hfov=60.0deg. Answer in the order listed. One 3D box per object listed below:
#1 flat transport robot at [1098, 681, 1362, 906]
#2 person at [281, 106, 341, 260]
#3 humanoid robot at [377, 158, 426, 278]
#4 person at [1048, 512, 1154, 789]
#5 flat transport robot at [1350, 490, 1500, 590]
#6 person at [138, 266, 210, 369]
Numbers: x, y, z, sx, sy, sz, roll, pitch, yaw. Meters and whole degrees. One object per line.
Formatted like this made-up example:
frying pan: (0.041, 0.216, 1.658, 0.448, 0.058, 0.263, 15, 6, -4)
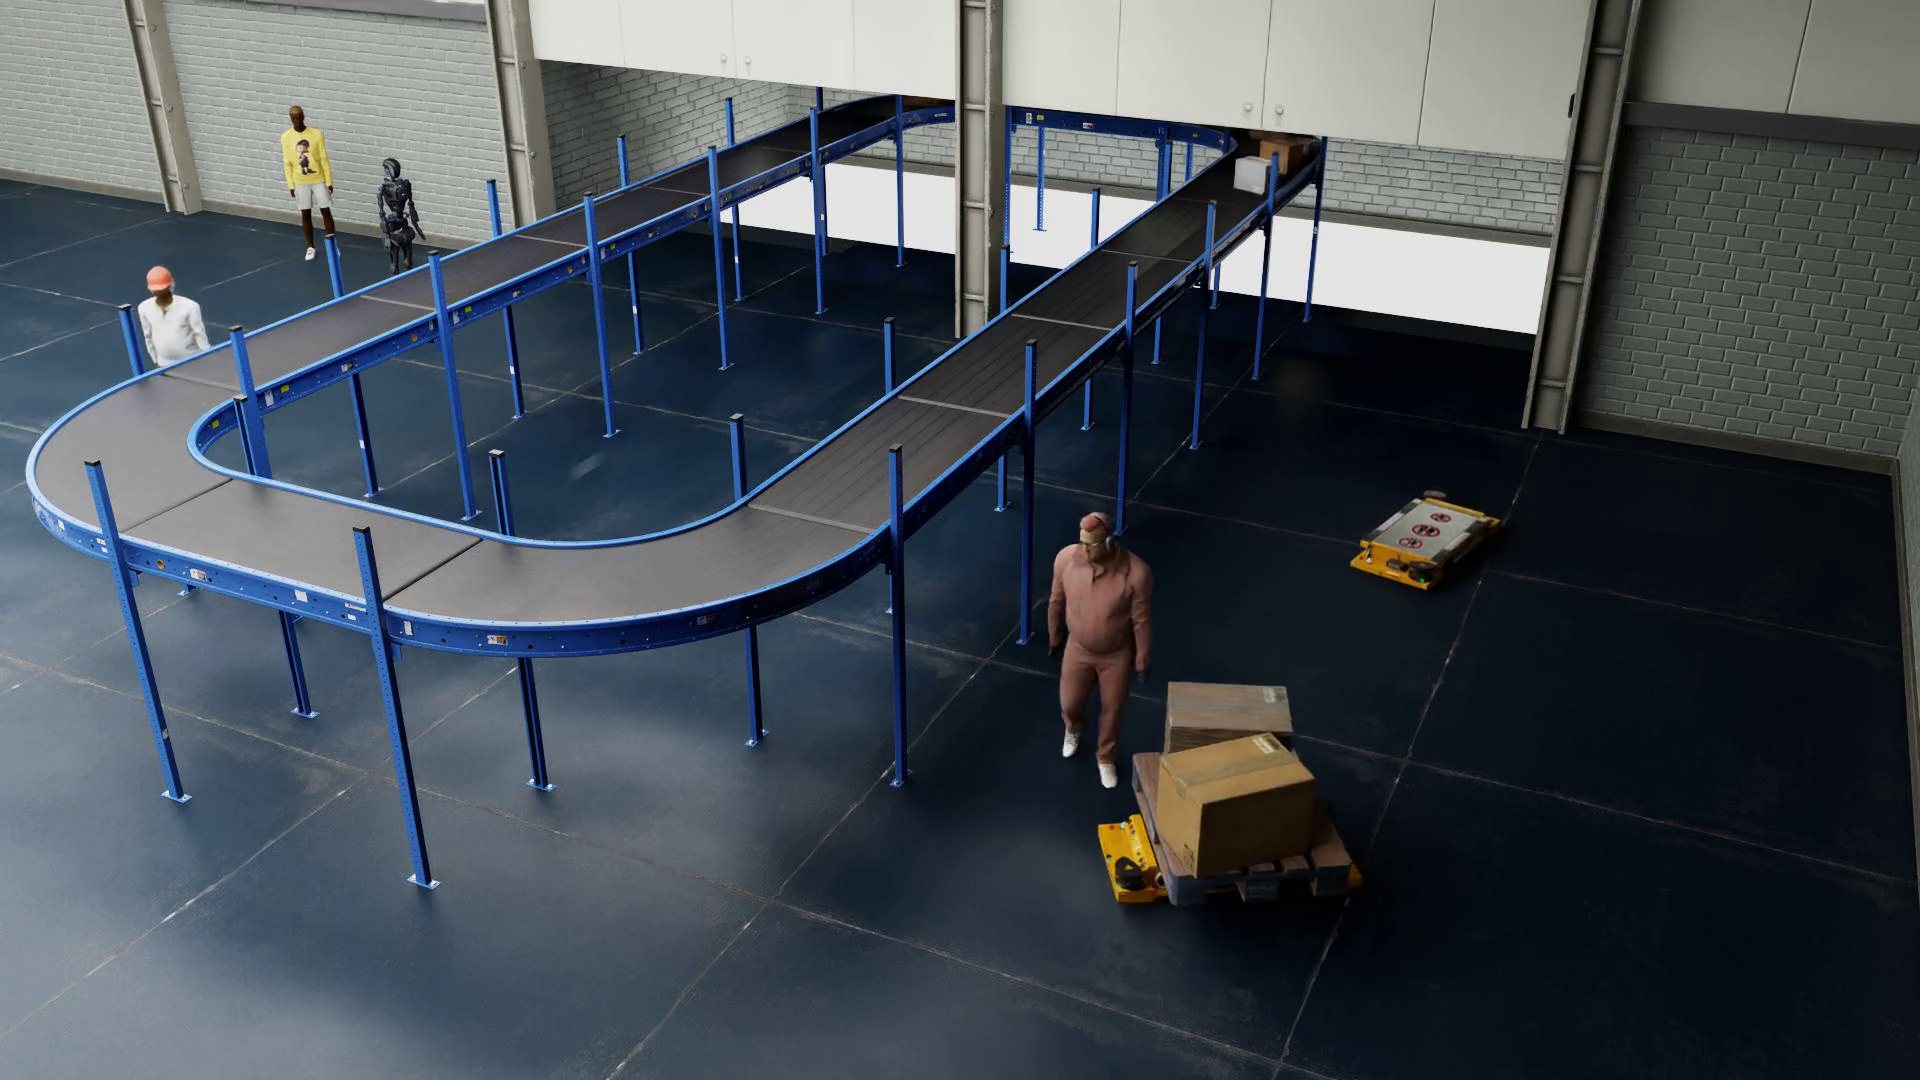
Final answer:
flat transport robot: (1.578, 1.832, 9.785, 1.431, 0.231, 0.659, -2, 27, -5)
person: (-8.033, -4.415, 20.552, 0.536, 1.894, 0.382, -7, 27, -14)
humanoid robot: (-6.400, -3.539, 19.008, 0.315, 1.656, 0.599, 12, 29, 23)
person: (0.875, 0.653, 10.348, 0.678, 1.886, 0.486, 6, 27, 11)
flat transport robot: (3.796, -0.009, 13.494, 0.659, 0.231, 1.431, 19, 32, 34)
person: (-7.163, -1.710, 15.293, 0.575, 1.721, 0.836, -2, 27, -5)
